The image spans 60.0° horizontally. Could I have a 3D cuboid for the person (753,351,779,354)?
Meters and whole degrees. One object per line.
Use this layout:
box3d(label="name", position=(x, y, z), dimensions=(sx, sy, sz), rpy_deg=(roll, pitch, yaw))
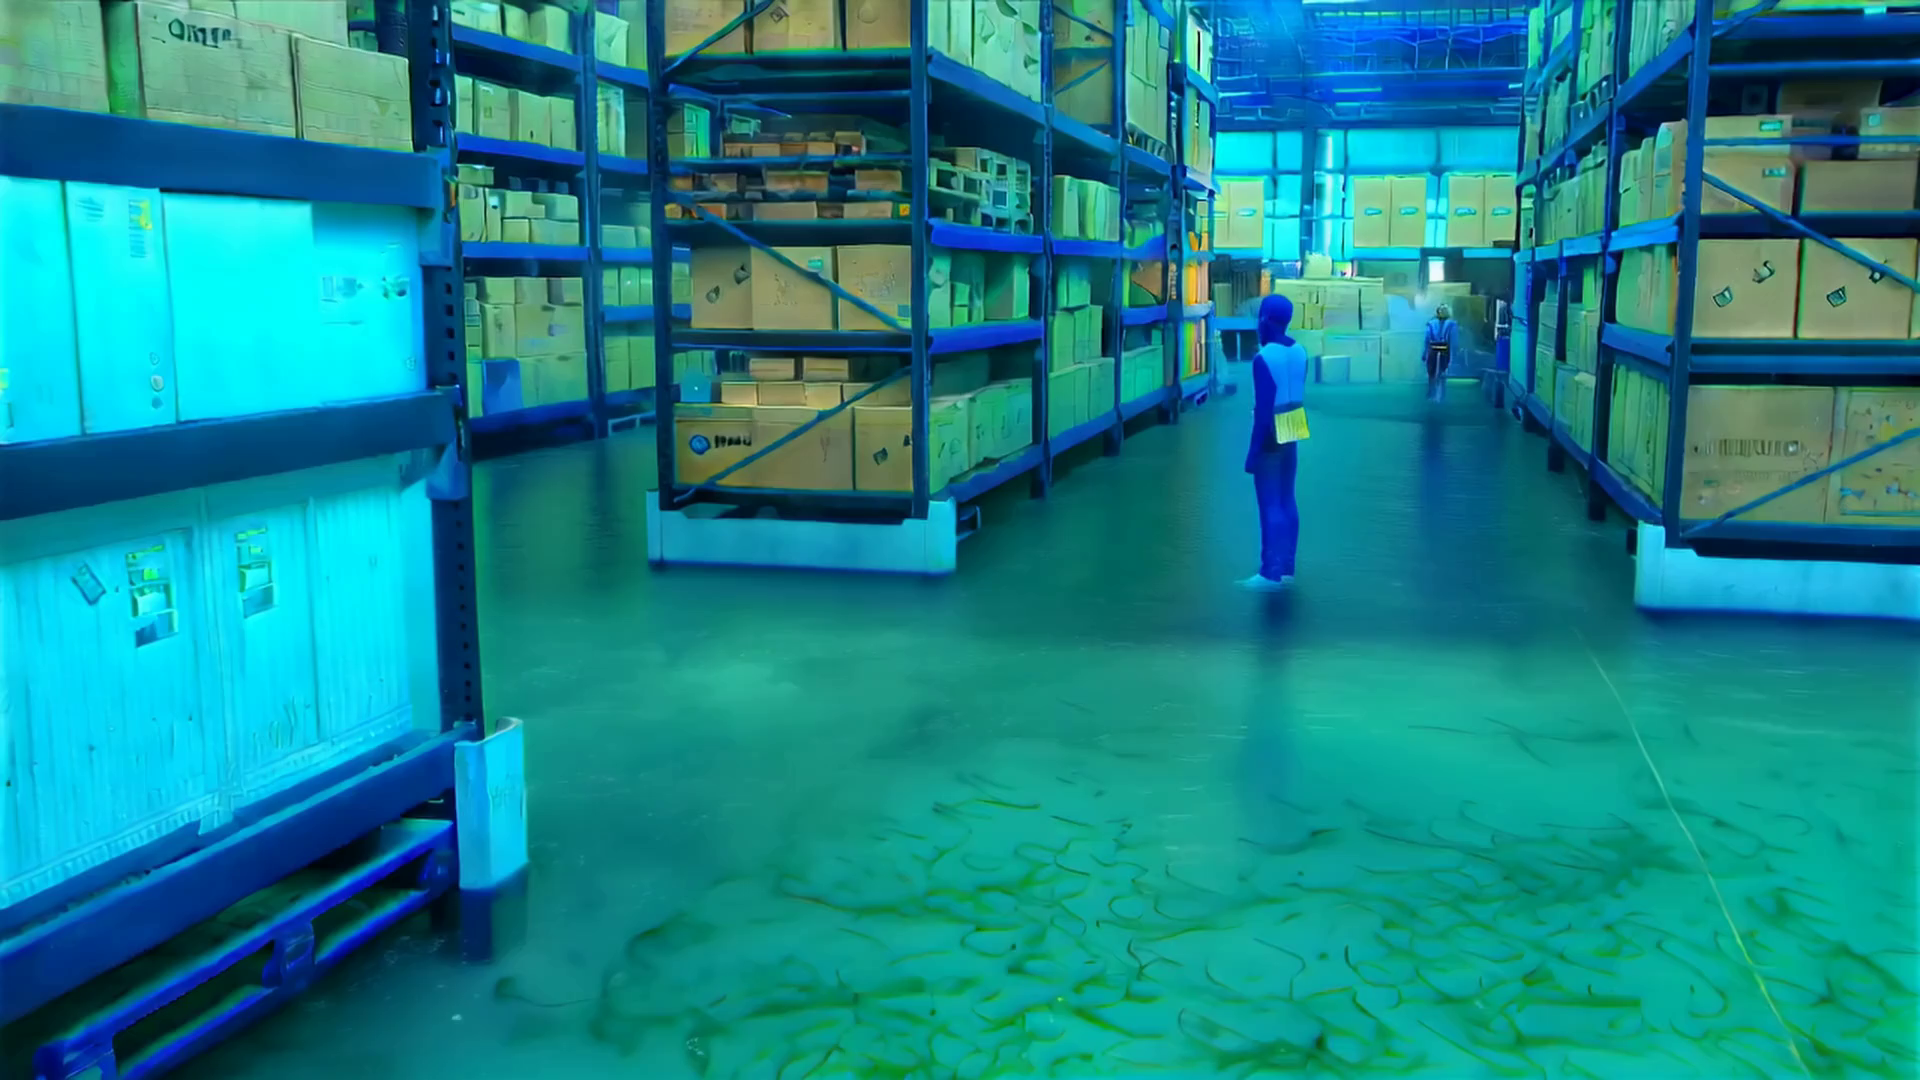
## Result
box3d(label="person", position=(-2.714, -2.689, 23.816), dimensions=(0.613, 1.946, 0.784), rpy_deg=(1, 9, 7))

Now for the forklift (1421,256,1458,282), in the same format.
box3d(label="forklift", position=(12.201, -6.084, 42.428), dimensions=(1.129, 2.768, 1.873), rpy_deg=(2, 9, 15))

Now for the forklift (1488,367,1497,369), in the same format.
box3d(label="forklift", position=(12.037, -4.793, 34.225), dimensions=(1.129, 2.768, 1.873), rpy_deg=(-4, 10, -26))

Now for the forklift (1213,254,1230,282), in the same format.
box3d(label="forklift", position=(8.566, -8.070, 55.044), dimensions=(1.873, 2.768, 1.129), rpy_deg=(-2, 9, -14))

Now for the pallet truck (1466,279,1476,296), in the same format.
box3d(label="pallet truck", position=(18.896, -8.459, 60.307), dimensions=(1.885, 1.965, 0.823), rpy_deg=(5, 10, 31))

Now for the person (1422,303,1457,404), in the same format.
box3d(label="person", position=(7.759, -3.018, 26.897), dimensions=(0.540, 1.622, 0.446), rpy_deg=(4, 10, 22))

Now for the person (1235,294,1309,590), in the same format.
box3d(label="person", position=(2.051, -0.631, 10.821), dimensions=(0.392, 1.922, 0.592), rpy_deg=(6, 11, 34))
